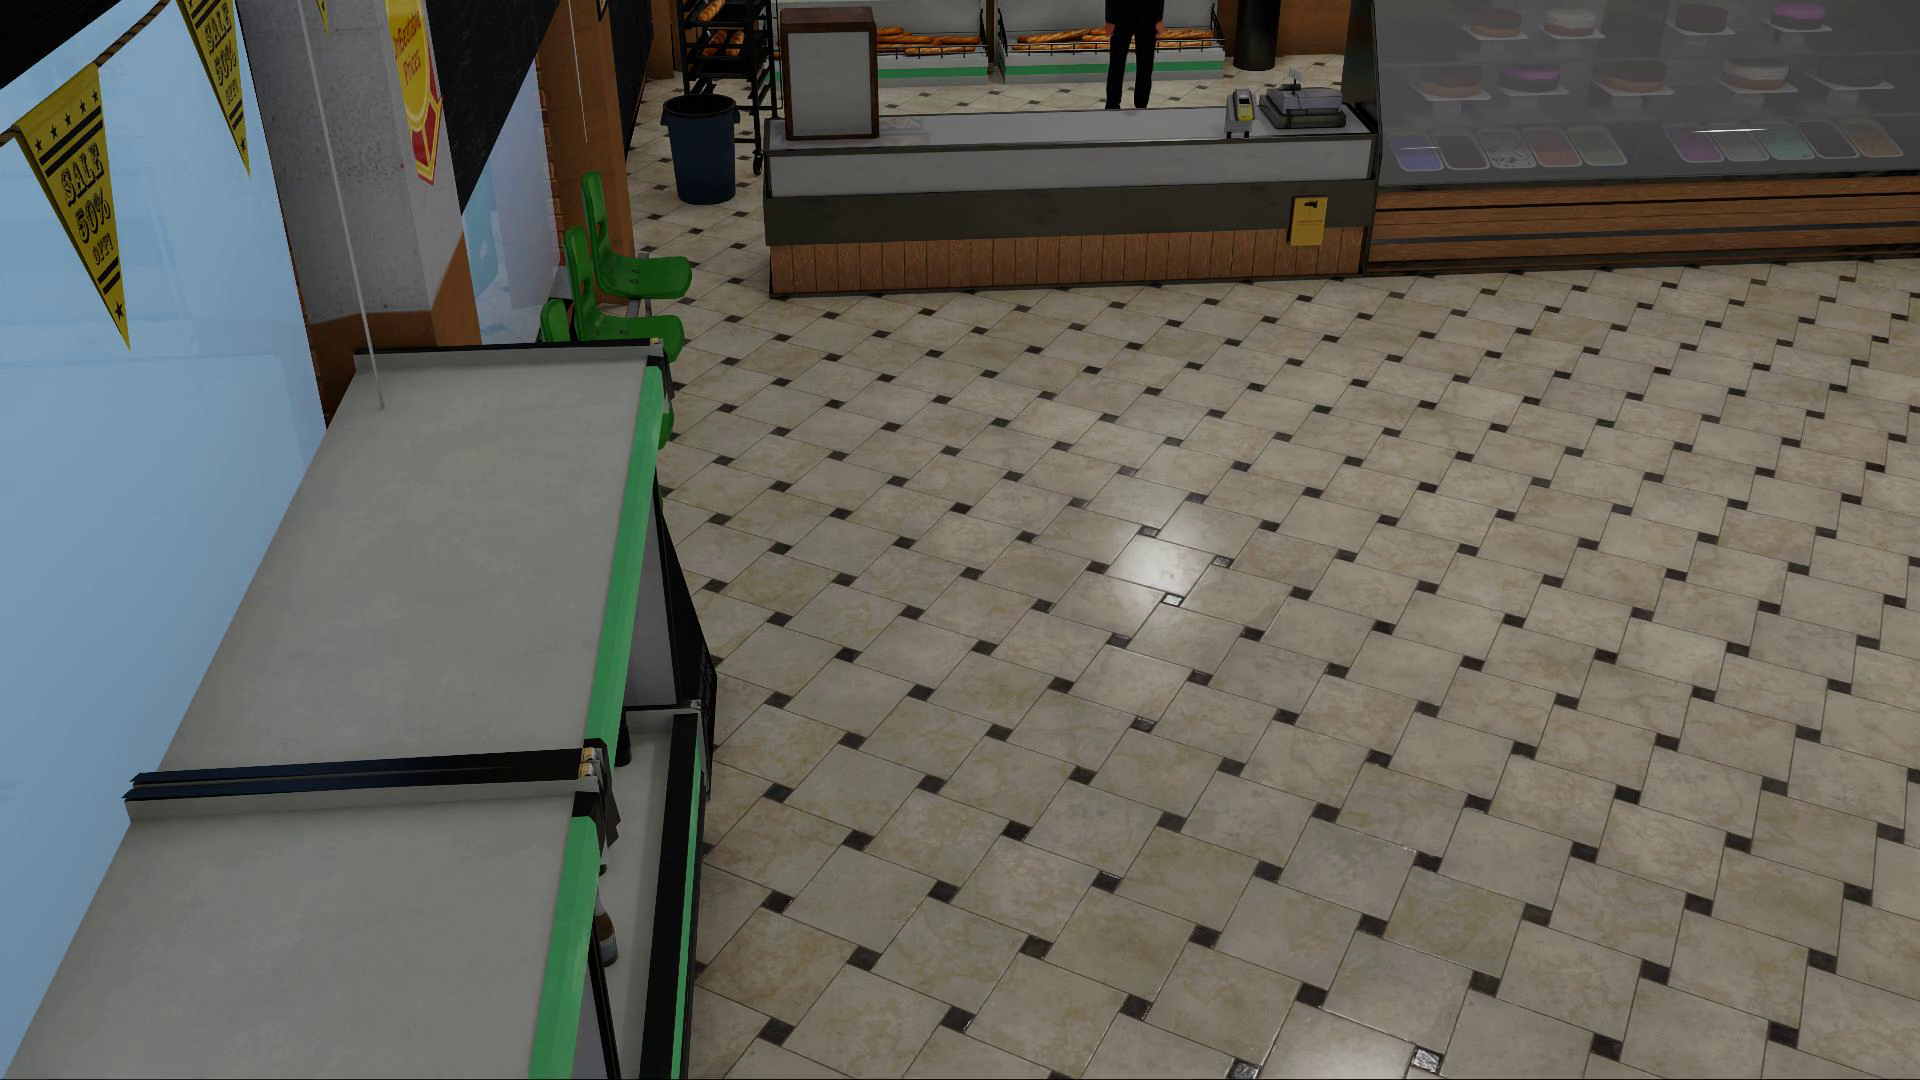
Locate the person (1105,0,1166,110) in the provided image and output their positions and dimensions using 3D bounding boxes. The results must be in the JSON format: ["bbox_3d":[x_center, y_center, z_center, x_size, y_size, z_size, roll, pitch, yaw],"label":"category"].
[{"bbox_3d":[1.422,-4.240,13.469,0.633,1.867,0.554,-3,32,-5],"label":"person"}]
